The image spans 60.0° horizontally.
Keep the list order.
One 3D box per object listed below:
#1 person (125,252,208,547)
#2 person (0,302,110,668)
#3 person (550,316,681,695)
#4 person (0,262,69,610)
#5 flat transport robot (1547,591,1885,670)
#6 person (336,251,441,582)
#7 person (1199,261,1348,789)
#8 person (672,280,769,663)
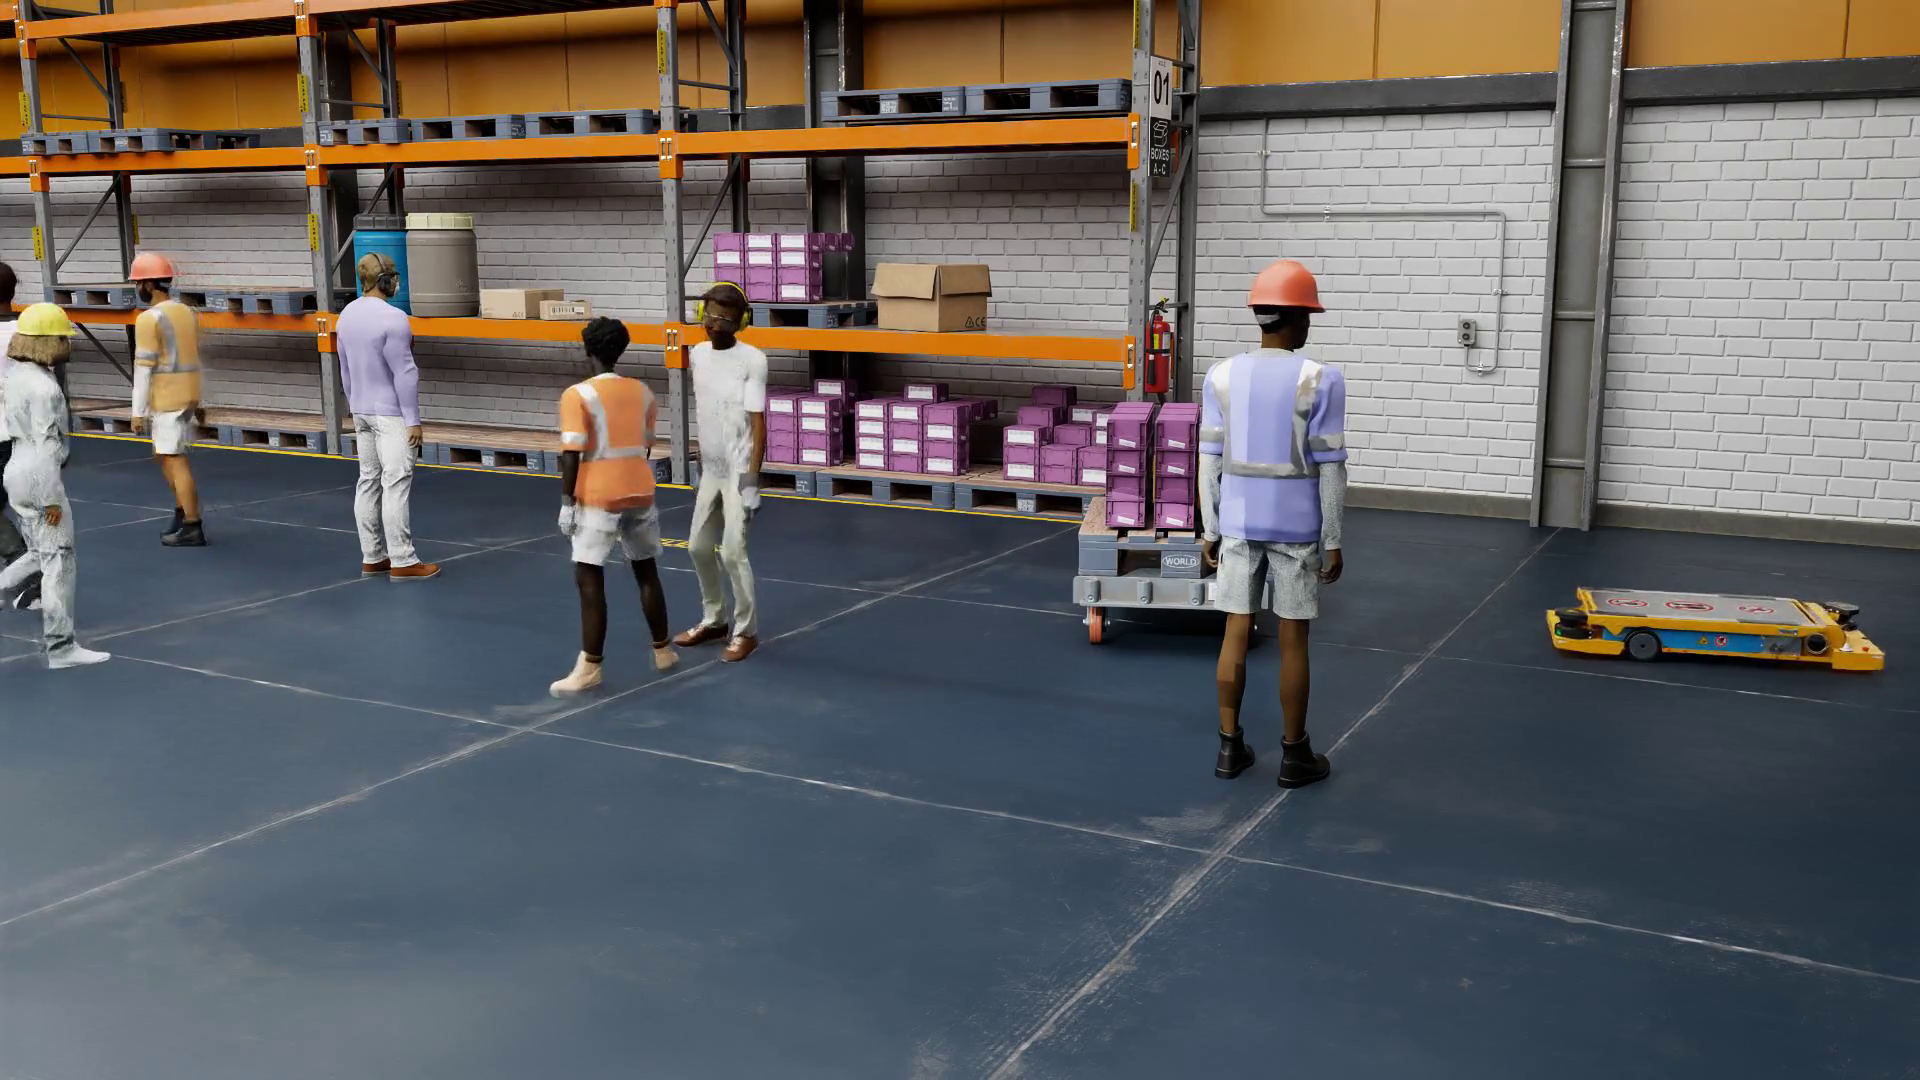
[{"bbox_3d":[-5.198,-0.898,10.819,0.532,1.919,0.581,1,10,5],"label":"person"},{"bbox_3d":[-4.345,-0.234,7.719,0.506,1.722,0.583,10,14,44],"label":"person"},{"bbox_3d":[-1.604,-0.163,7.514,0.341,1.671,0.721,8,13,37],"label":"person"},{"bbox_3d":[-5.059,-0.539,8.907,0.554,1.902,0.599,9,14,40],"label":"person"},{"bbox_3d":[3.648,0.419,8.128,1.431,0.197,0.652,3,11,16],"label":"flat transport robot"},{"bbox_3d":[-3.385,-0.719,9.796,0.631,1.940,0.372,8,13,36],"label":"person"},{"bbox_3d":[1.161,-0.053,6.153,0.552,1.933,0.364,6,12,30],"label":"person"},{"bbox_3d":[-1.115,-0.312,7.865,0.613,1.827,0.418,9,14,41],"label":"person"}]
